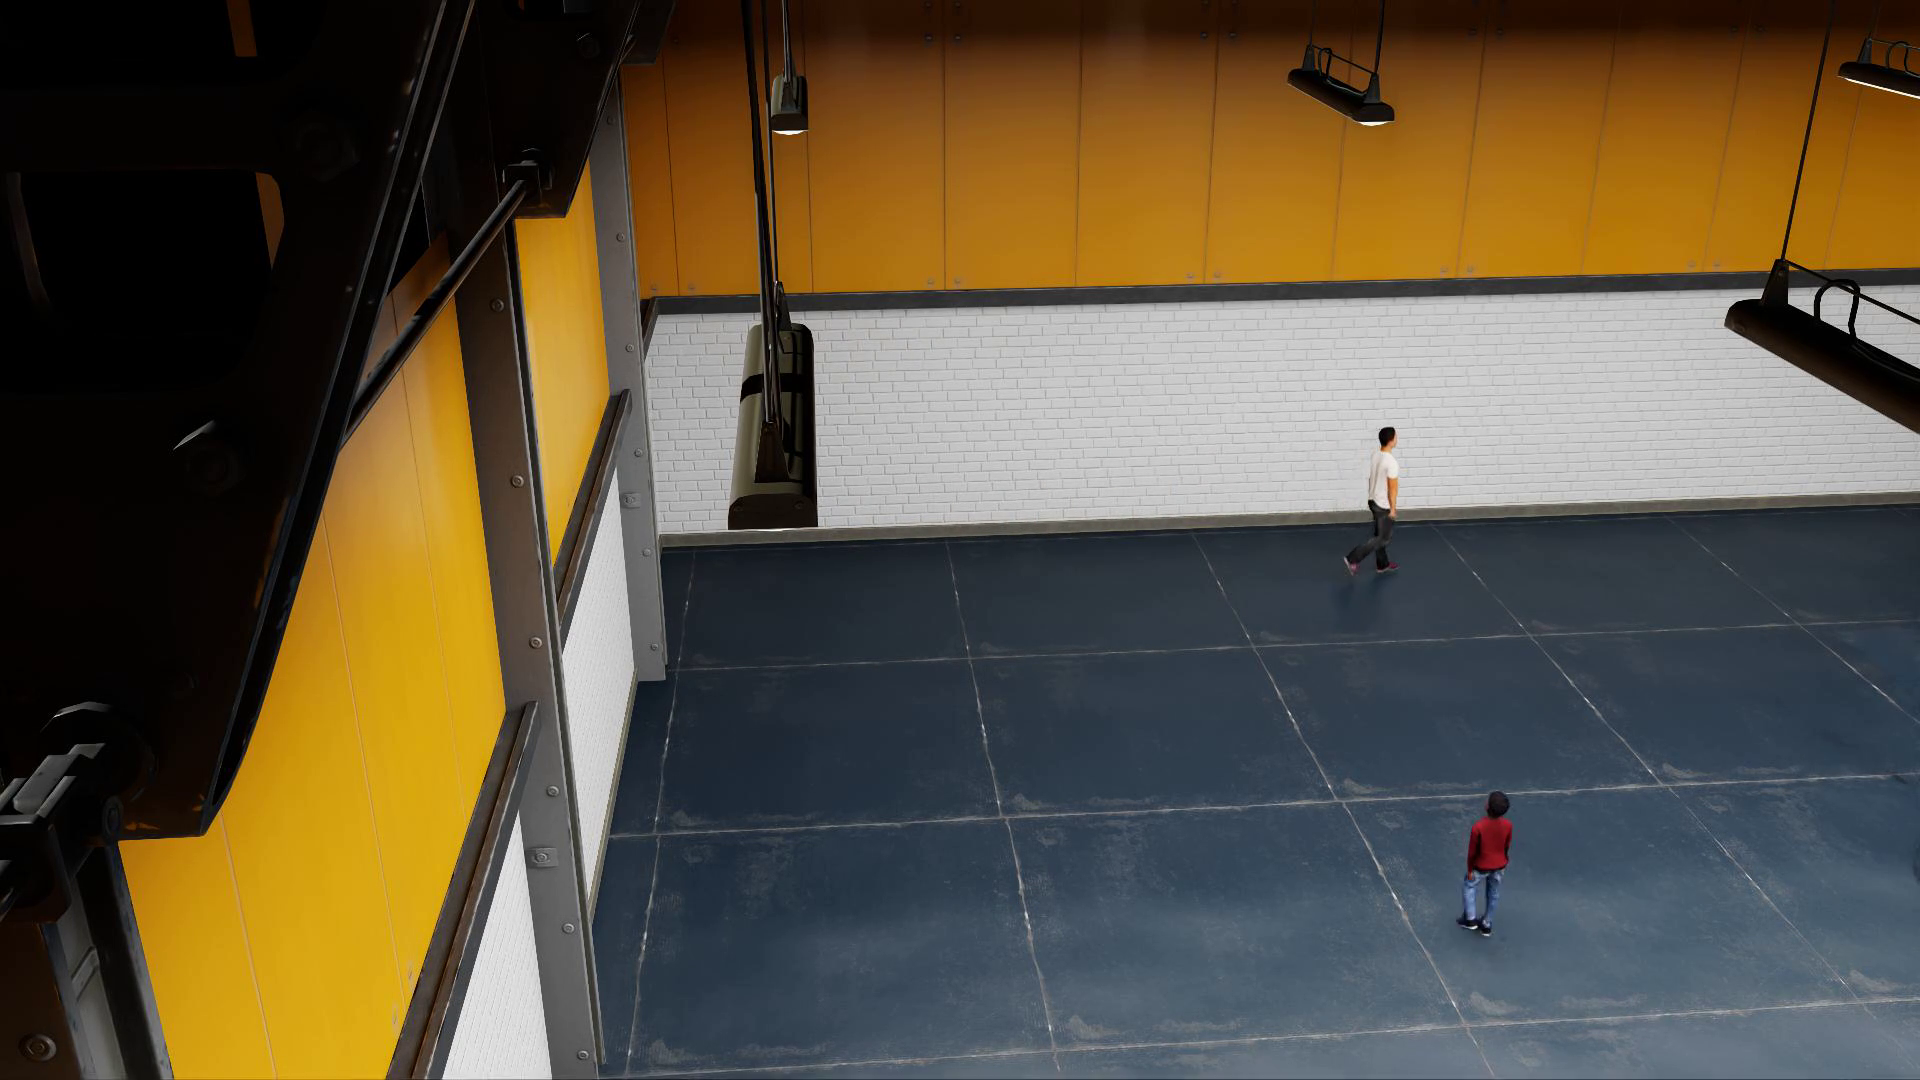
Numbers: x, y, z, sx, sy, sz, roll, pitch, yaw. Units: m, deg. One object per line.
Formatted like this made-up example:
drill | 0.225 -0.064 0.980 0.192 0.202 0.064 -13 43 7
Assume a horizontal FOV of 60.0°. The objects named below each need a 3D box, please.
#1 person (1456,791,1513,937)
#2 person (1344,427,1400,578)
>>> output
person | 4.079 2.505 12.760 0.499 1.249 0.486 -3 24 -7
person | 4.695 -0.403 18.745 0.835 1.785 1.012 -7 24 -15
